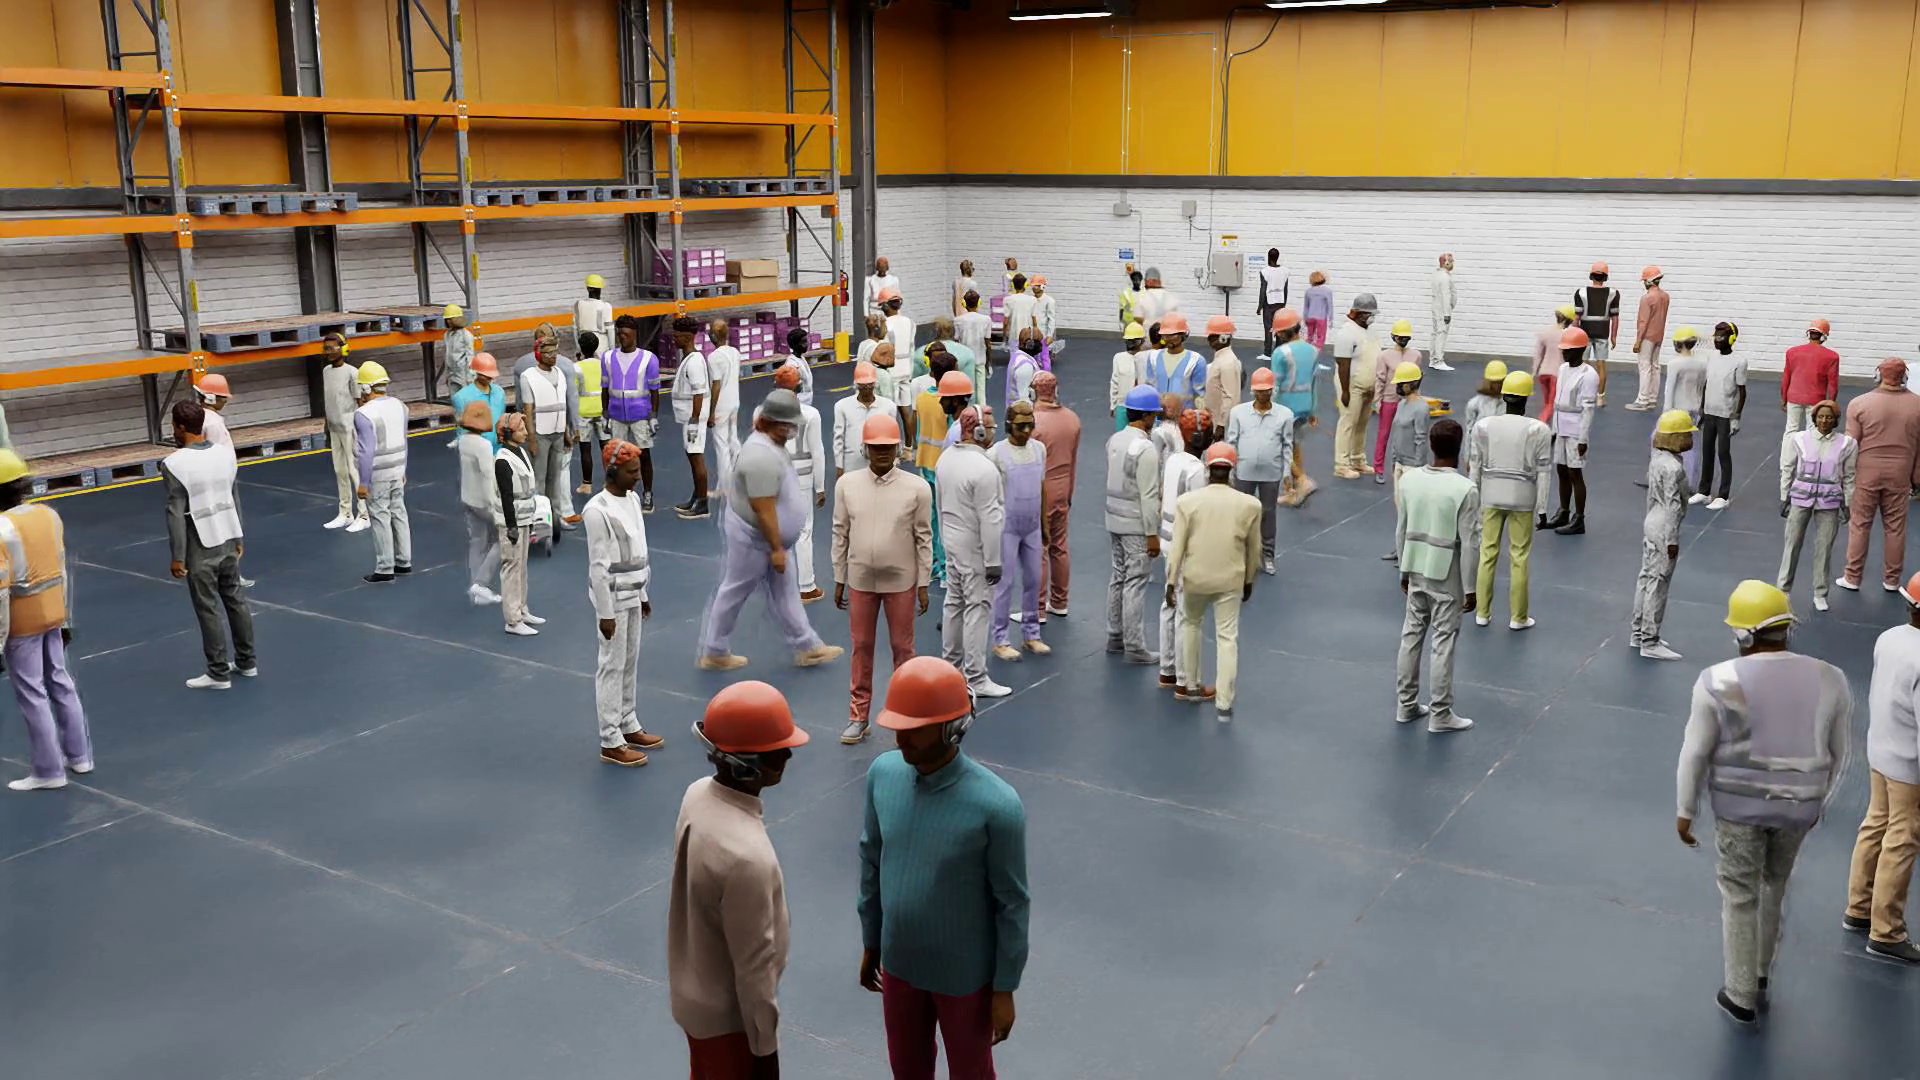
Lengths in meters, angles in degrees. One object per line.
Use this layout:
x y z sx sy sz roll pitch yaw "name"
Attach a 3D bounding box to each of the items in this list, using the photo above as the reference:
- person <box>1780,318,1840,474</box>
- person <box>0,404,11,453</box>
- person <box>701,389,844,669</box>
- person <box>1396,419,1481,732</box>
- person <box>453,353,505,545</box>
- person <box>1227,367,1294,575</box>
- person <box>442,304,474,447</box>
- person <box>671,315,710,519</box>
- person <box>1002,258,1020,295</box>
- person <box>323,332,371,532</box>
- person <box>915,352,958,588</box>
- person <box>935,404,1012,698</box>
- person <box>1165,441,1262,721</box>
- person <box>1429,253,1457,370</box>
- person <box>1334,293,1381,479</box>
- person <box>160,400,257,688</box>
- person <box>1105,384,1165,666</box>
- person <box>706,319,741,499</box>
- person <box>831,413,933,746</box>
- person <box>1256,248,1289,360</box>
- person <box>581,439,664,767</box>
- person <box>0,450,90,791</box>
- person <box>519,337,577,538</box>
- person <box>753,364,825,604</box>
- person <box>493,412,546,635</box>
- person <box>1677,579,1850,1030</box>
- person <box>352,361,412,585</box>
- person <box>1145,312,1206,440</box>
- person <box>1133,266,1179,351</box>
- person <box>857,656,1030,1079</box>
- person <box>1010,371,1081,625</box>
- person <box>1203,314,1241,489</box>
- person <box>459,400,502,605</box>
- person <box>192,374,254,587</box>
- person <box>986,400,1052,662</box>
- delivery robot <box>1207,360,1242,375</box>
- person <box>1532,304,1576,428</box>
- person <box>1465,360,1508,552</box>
9.296 -1.553 18.208 0.574 1.739 0.350 11 17 39 "person"
-8.563 -0.652 14.512 0.521 1.640 0.311 -10 16 -36 "person"
-1.300 -0.089 11.190 1.055 2.000 0.696 1 13 5 "person"
2.897 0.217 10.131 0.392 1.921 0.590 -9 16 -34 "person"
-4.284 -0.829 15.053 0.348 1.739 0.572 8 15 31 "person"
2.500 -0.573 13.916 0.561 1.753 0.330 2 13 9 "person"
-6.022 -1.958 19.972 0.483 1.738 0.319 9 16 34 "person"
-2.613 -1.193 16.141 0.361 1.964 0.613 -3 13 -14 "person"
0.955 -4.370 30.637 0.315 1.640 0.515 11 17 39 "person"
-5.778 -1.010 15.560 0.537 1.870 0.312 8 15 31 "person"
-0.147 -0.568 13.540 0.392 1.919 0.590 -9 16 -35 "person"
0.101 0.067 10.812 0.400 1.907 0.644 -7 15 -28 "person"
1.596 0.233 10.542 0.605 1.698 0.799 0 13 2 "person"
7.969 -3.757 27.386 0.407 1.913 0.641 0 13 0 "person"
4.369 -1.693 18.149 0.535 2.000 0.685 11 17 39 "person"
-4.969 0.024 11.019 0.405 1.905 0.605 3 13 15 "person"
1.213 -0.107 11.508 0.415 1.939 0.611 -4 14 -18 "person"
-2.432 -1.337 17.037 0.333 1.842 0.515 6 14 23 "person"
-0.465 0.237 9.873 0.613 1.997 0.374 2 13 8 "person"
5.402 -4.068 28.717 0.587 1.920 0.391 -6 14 -26 "person"
-1.953 0.354 9.617 0.356 1.883 0.573 2 13 10 "person"
-5.140 0.443 9.190 0.379 1.914 0.670 2 13 7 "person"
-3.833 -0.964 15.410 0.392 1.847 0.563 6 14 26 "person"
-1.330 -0.434 13.031 0.584 1.882 0.339 4 14 16 "person"
-3.264 -0.125 12.228 0.308 1.640 0.514 -1 13 -2 "person"
3.222 1.055 6.763 0.619 1.797 0.620 2 13 7 "person"
-4.757 -0.549 13.642 0.404 1.830 0.603 4 13 16 "person"
1.993 -1.116 15.642 0.615 2.043 0.373 7 15 29 "person"
2.698 -2.772 22.830 0.713 2.000 0.872 -5 14 -20 "person"
-0.081 1.316 5.197 0.622 1.992 0.396 10 16 36 "person"
0.611 -0.320 12.493 0.408 1.904 0.653 11 17 40 "person"
2.486 -1.159 15.933 0.375 1.996 0.608 1 13 2 "person"
-3.693 -0.284 12.935 0.341 1.620 0.520 -11 17 -39 "person"
-6.032 -0.480 13.538 0.337 1.742 0.563 -10 17 -38 "person"
0.398 -0.066 11.559 0.518 1.834 0.347 -9 16 -33 "person"
3.977 -2.575 25.025 0.477 0.478 0.707 7 15 27 "delivery robot"
7.168 -1.997 20.201 0.750 1.720 0.533 -9 16 -35 "person"
4.723 -0.766 14.831 0.487 1.720 0.756 0 13 -1 "person"
